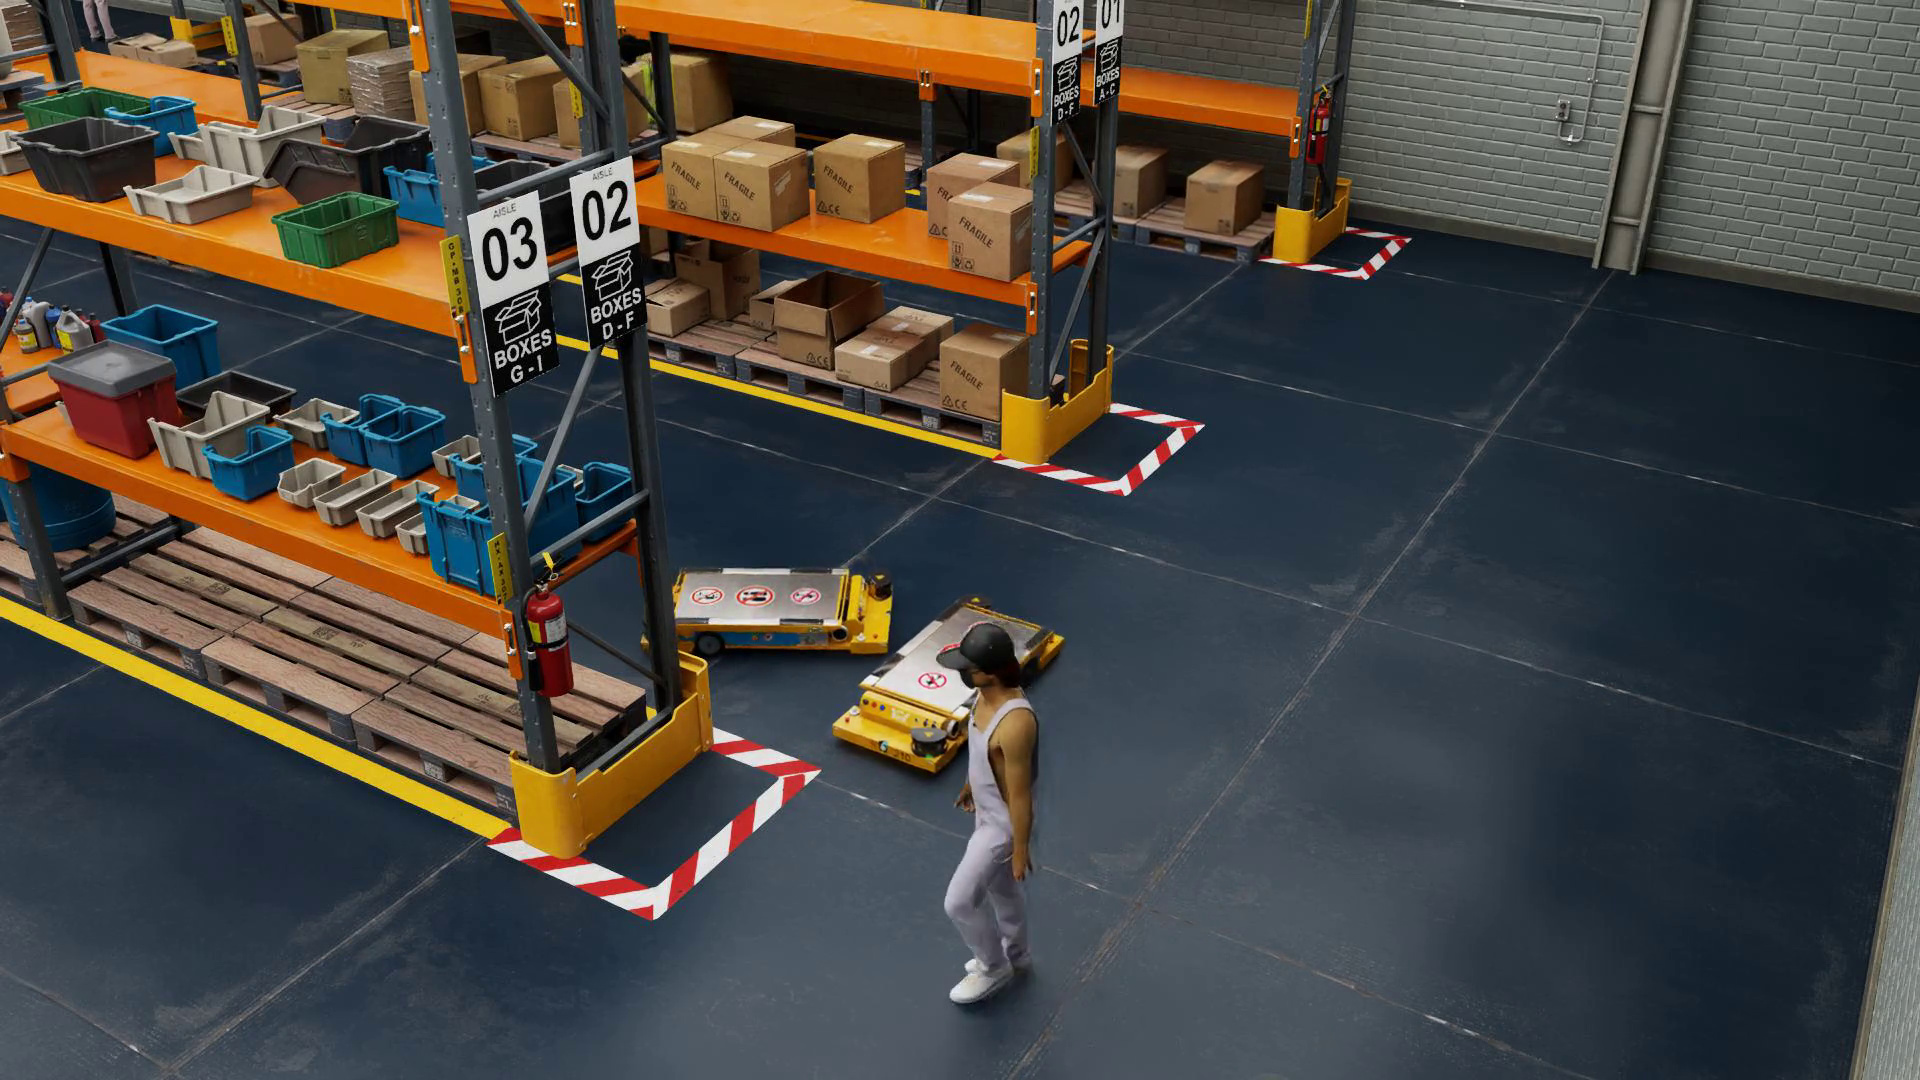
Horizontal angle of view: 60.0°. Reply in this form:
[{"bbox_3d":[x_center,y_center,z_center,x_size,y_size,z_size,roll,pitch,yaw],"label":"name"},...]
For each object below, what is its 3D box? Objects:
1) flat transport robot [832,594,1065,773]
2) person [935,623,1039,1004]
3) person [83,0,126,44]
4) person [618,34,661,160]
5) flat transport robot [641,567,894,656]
[{"bbox_3d":[-0.037,0.767,9.257,0.659,0.231,1.431,16,33,27],"label":"flat transport robot"},{"bbox_3d":[0.093,1.155,6.941,0.559,1.842,0.567,-5,30,-9],"label":"person"},{"bbox_3d":[-12.100,-7.847,23.096,0.568,1.840,0.372,10,31,17],"label":"person"},{"bbox_3d":[-3.274,-4.309,16.943,0.893,1.648,0.545,16,33,26],"label":"person"},{"bbox_3d":[-1.126,0.425,9.872,1.431,0.231,0.659,0,29,1],"label":"flat transport robot"}]
